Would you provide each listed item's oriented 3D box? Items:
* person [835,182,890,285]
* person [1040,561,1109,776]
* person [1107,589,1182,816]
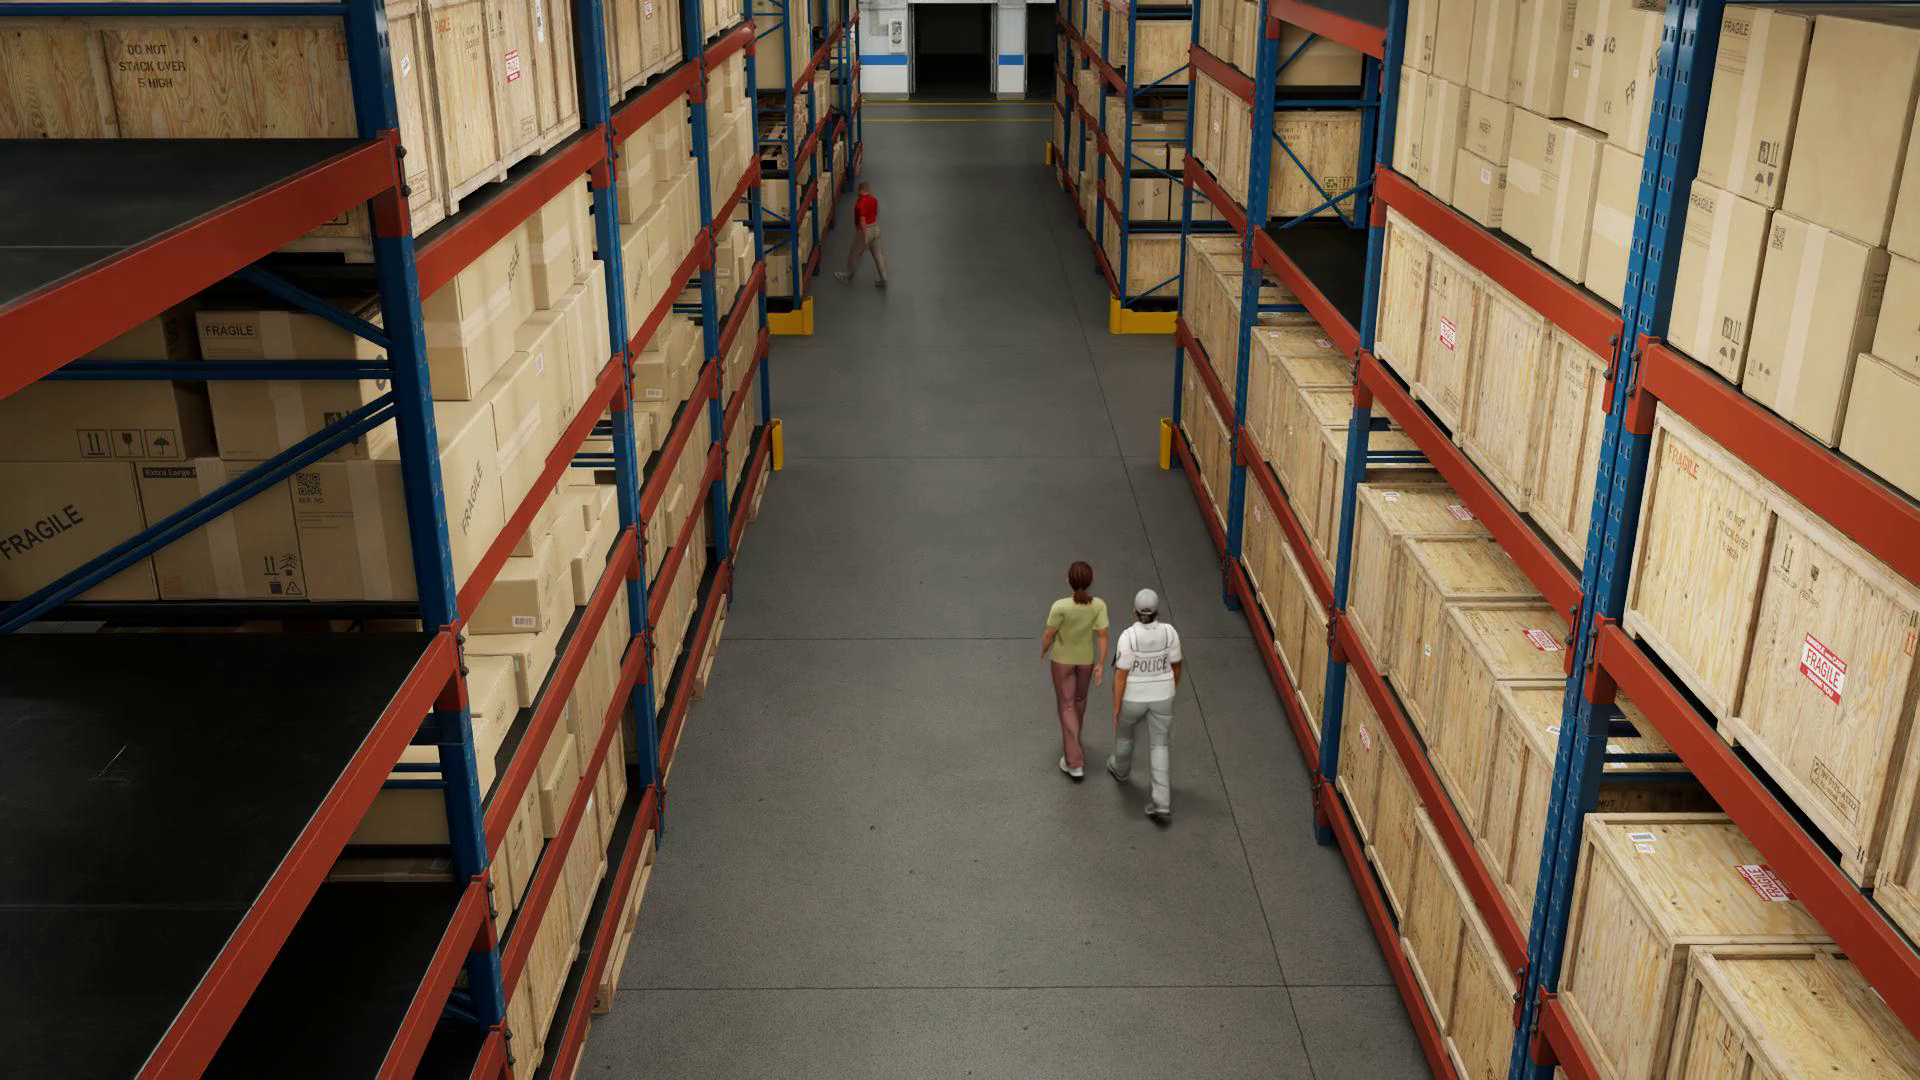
[{"bbox_3d":[-1.601,-5.063,27.421,0.972,1.676,0.541,16,26,34],"label":"person"},{"bbox_3d":[0.814,0.869,12.442,0.454,1.639,0.892,-6,22,-15],"label":"person"},{"bbox_3d":[1.319,1.105,11.864,0.524,1.626,0.967,-3,22,-8],"label":"person"}]
